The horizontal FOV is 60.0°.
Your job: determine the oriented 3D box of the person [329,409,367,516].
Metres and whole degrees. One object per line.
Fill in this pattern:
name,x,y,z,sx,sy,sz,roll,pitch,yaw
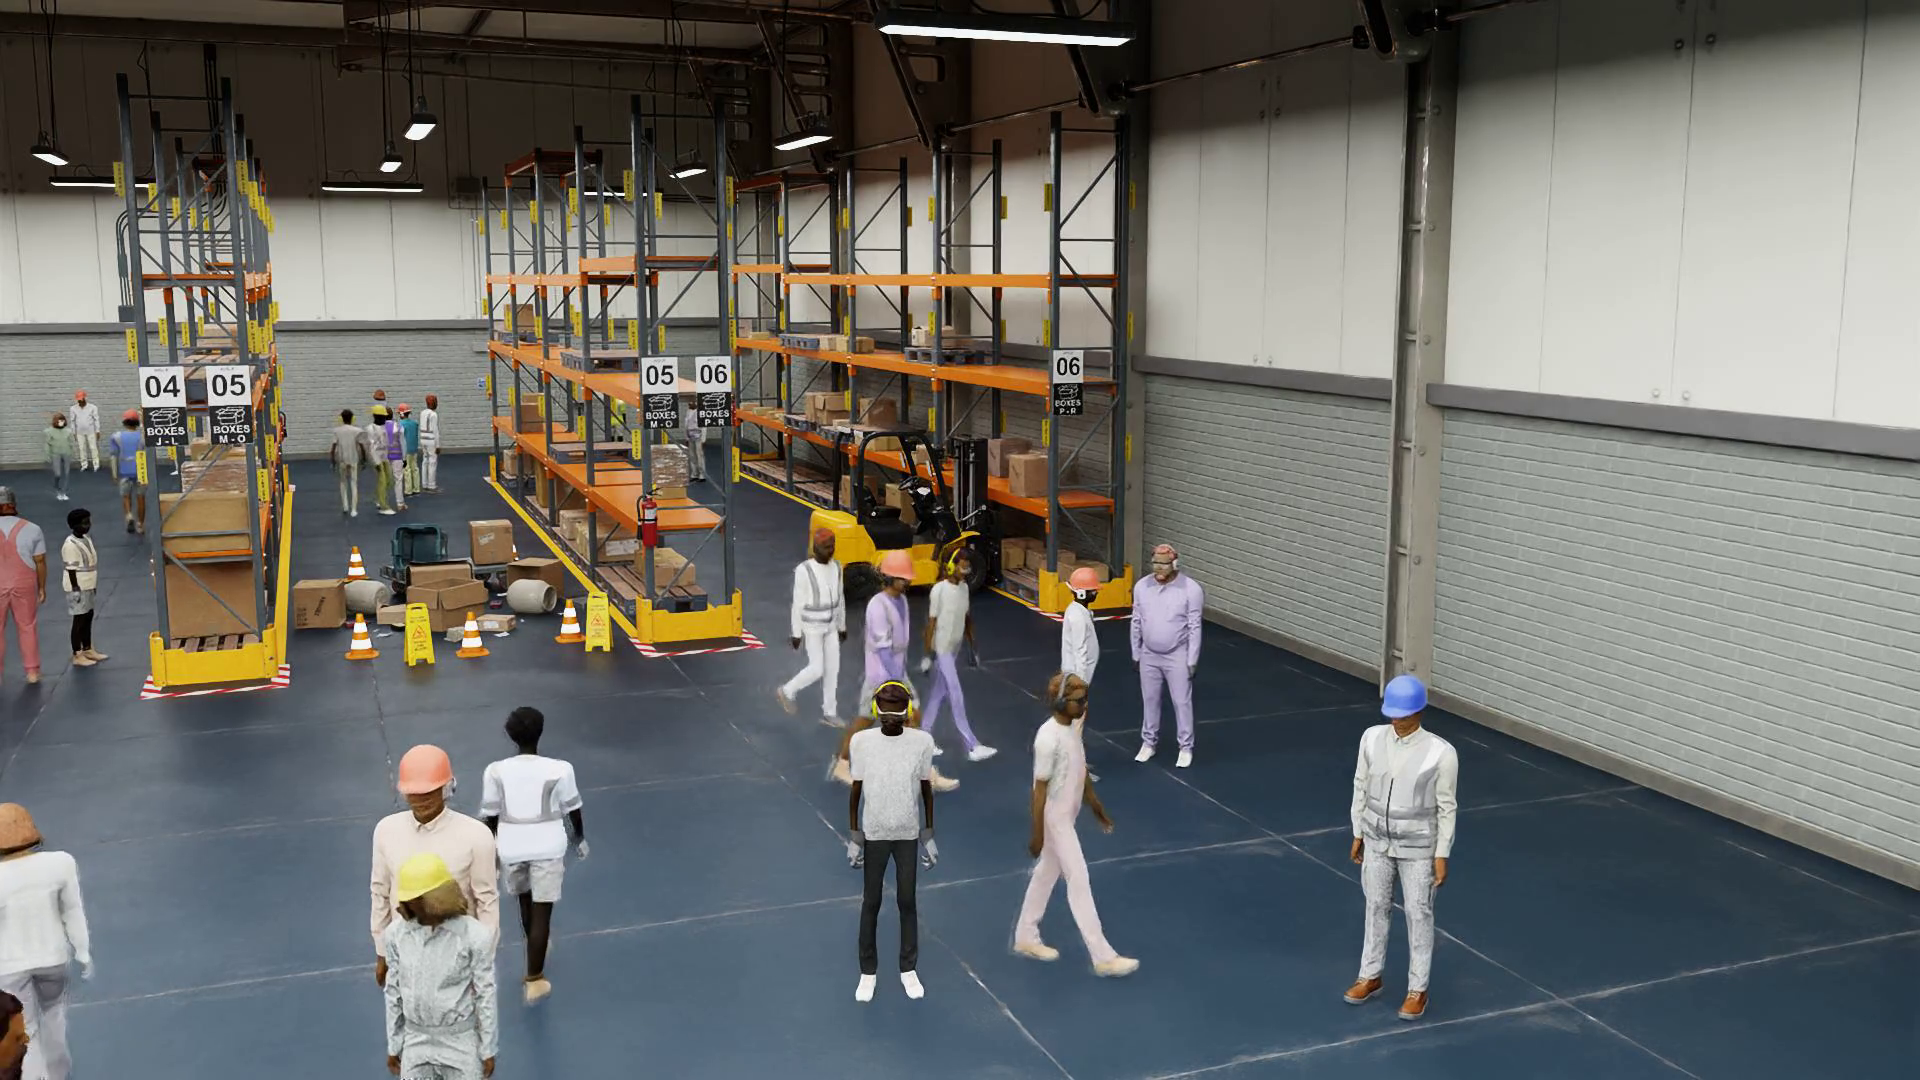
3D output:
person,-10.570,-1.342,28.730,0.595,1.833,0.742,-3,9,-17

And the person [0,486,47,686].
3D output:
person,-9.618,0.450,16.818,0.686,2.000,0.535,-6,11,-35

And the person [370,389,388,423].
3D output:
person,-12.773,-2.507,36.705,0.500,1.633,0.280,4,10,24

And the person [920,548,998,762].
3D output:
person,-0.013,0.979,14.170,0.959,1.818,0.531,6,11,31

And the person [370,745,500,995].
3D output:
person,-2.446,1.916,7.734,0.614,1.993,0.386,1,9,7

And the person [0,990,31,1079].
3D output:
person,-3.049,2.346,5.408,0.990,1.864,0.623,-8,12,-41

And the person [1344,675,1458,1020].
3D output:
person,2.459,1.693,9.296,0.603,1.943,0.398,8,12,40

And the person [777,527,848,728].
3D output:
person,-1.332,0.787,15.245,0.605,1.865,0.604,7,12,39

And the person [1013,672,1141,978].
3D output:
person,0.675,1.671,9.848,0.832,1.808,0.514,3,9,18

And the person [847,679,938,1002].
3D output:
person,-0.385,1.703,9.487,0.516,1.865,0.329,-1,9,-7

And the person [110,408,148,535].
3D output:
person,-13.133,-1.072,26.429,0.639,2.031,0.482,-4,10,-22

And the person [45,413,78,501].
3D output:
person,-16.474,-1.521,30.523,0.525,1.610,0.538,9,13,44

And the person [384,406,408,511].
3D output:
person,-10.026,-1.427,29.245,0.630,1.846,0.429,-1,9,-4

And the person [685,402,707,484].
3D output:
person,-5.259,-2.032,33.122,0.403,1.827,0.604,-8,12,-43

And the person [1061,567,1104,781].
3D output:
person,1.002,1.090,13.684,0.337,1.752,0.564,0,9,2

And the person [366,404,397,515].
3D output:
person,-9.990,-1.387,28.749,0.441,1.920,0.608,1,9,8

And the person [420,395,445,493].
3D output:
person,-10.083,-1.828,31.698,0.352,1.877,0.568,-9,12,-43

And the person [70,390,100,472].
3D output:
person,-18.406,-2.287,34.987,0.578,1.738,0.354,-1,9,-9

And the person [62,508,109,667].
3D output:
person,-9.305,0.499,17.614,0.319,1.690,0.540,-1,9,-8

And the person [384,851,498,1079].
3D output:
person,-2.214,2.151,7.081,0.495,1.728,0.328,2,9,10

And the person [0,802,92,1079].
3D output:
person,-4.548,2.048,8.080,0.527,1.607,0.624,-9,13,-44

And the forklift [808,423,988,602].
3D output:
forklift,-0.830,-0.399,21.676,2.313,2.155,1.214,-4,10,-21

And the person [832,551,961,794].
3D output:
person,-0.565,1.056,13.233,1.098,1.983,0.595,5,10,27

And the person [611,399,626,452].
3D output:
person,-7.661,-2.590,37.029,0.540,1.695,0.317,3,9,17

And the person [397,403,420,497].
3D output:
person,-10.342,-1.674,31.078,0.336,1.753,0.564,3,10,21

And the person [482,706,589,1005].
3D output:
person,-2.442,1.771,9.661,0.545,1.660,0.830,1,9,5

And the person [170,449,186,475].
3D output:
person,-16.328,-2.173,34.624,0.318,1.631,0.514,-1,9,-5

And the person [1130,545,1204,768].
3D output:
person,1.722,0.972,14.005,0.644,1.897,0.397,5,10,29
